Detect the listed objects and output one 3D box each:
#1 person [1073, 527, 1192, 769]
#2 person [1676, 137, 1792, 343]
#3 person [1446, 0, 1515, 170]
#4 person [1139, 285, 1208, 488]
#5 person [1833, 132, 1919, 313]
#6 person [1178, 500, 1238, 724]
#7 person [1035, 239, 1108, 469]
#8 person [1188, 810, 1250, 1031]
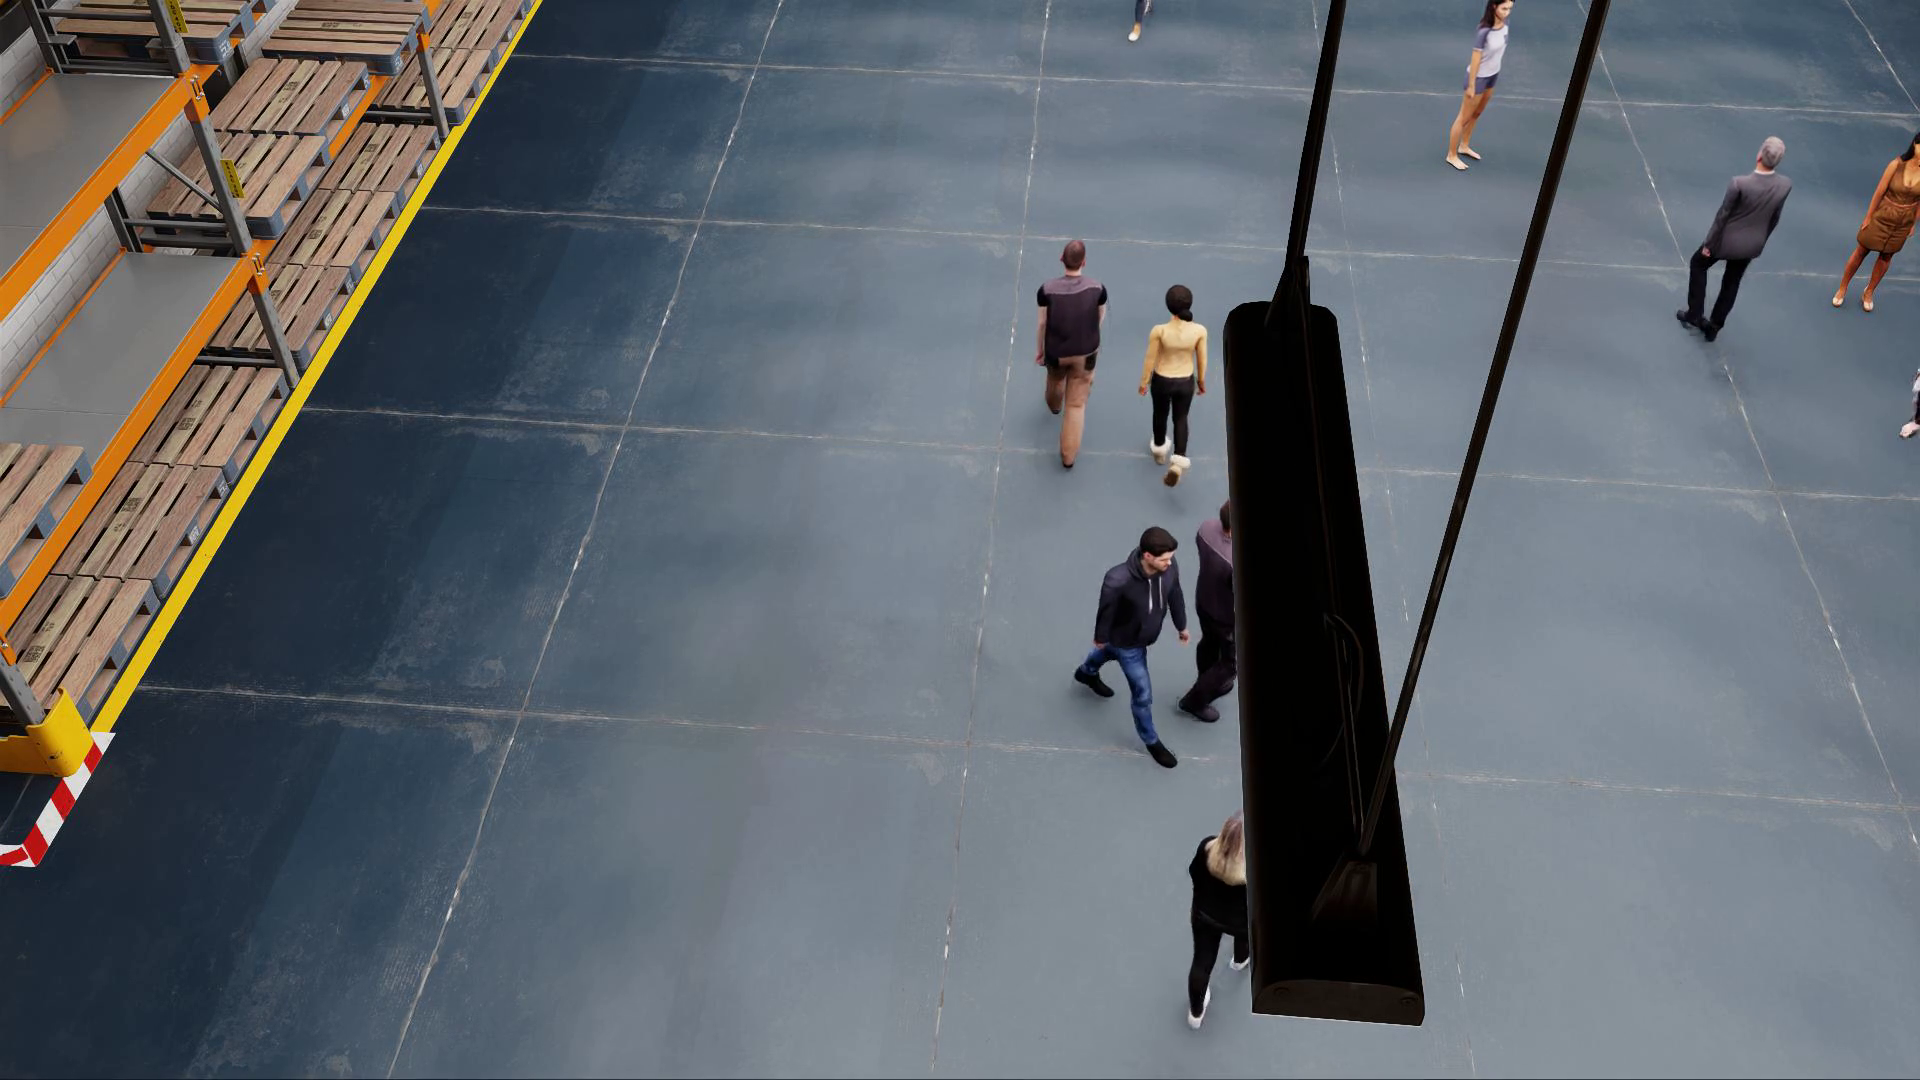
[{"bbox_3d":[1.027,0.524,10.459,1.220,1.833,1.288,-30,51,-28],"label":"person"},{"bbox_3d":[6.333,-2.392,13.524,0.786,1.827,0.695,-1,44,-1],"label":"person"},{"bbox_3d":[4.912,-4.354,15.652,0.645,1.732,0.714,-32,52,-29],"label":"person"},{"bbox_3d":[1.597,-1.117,12.322,0.678,1.638,0.925,-1,44,-1],"label":"person"},{"bbox_3d":[7.790,-2.678,13.924,0.596,1.690,0.563,11,45,12],"label":"person"},{"bbox_3d":[1.641,0.441,10.539,0.937,1.843,0.856,-17,46,-17],"label":"person"},{"bbox_3d":[0.833,-1.357,12.468,0.699,1.785,1.152,5,44,5],"label":"person"},{"bbox_3d":[1.377,2.090,8.939,0.880,1.663,1.049,21,47,20],"label":"person"}]
